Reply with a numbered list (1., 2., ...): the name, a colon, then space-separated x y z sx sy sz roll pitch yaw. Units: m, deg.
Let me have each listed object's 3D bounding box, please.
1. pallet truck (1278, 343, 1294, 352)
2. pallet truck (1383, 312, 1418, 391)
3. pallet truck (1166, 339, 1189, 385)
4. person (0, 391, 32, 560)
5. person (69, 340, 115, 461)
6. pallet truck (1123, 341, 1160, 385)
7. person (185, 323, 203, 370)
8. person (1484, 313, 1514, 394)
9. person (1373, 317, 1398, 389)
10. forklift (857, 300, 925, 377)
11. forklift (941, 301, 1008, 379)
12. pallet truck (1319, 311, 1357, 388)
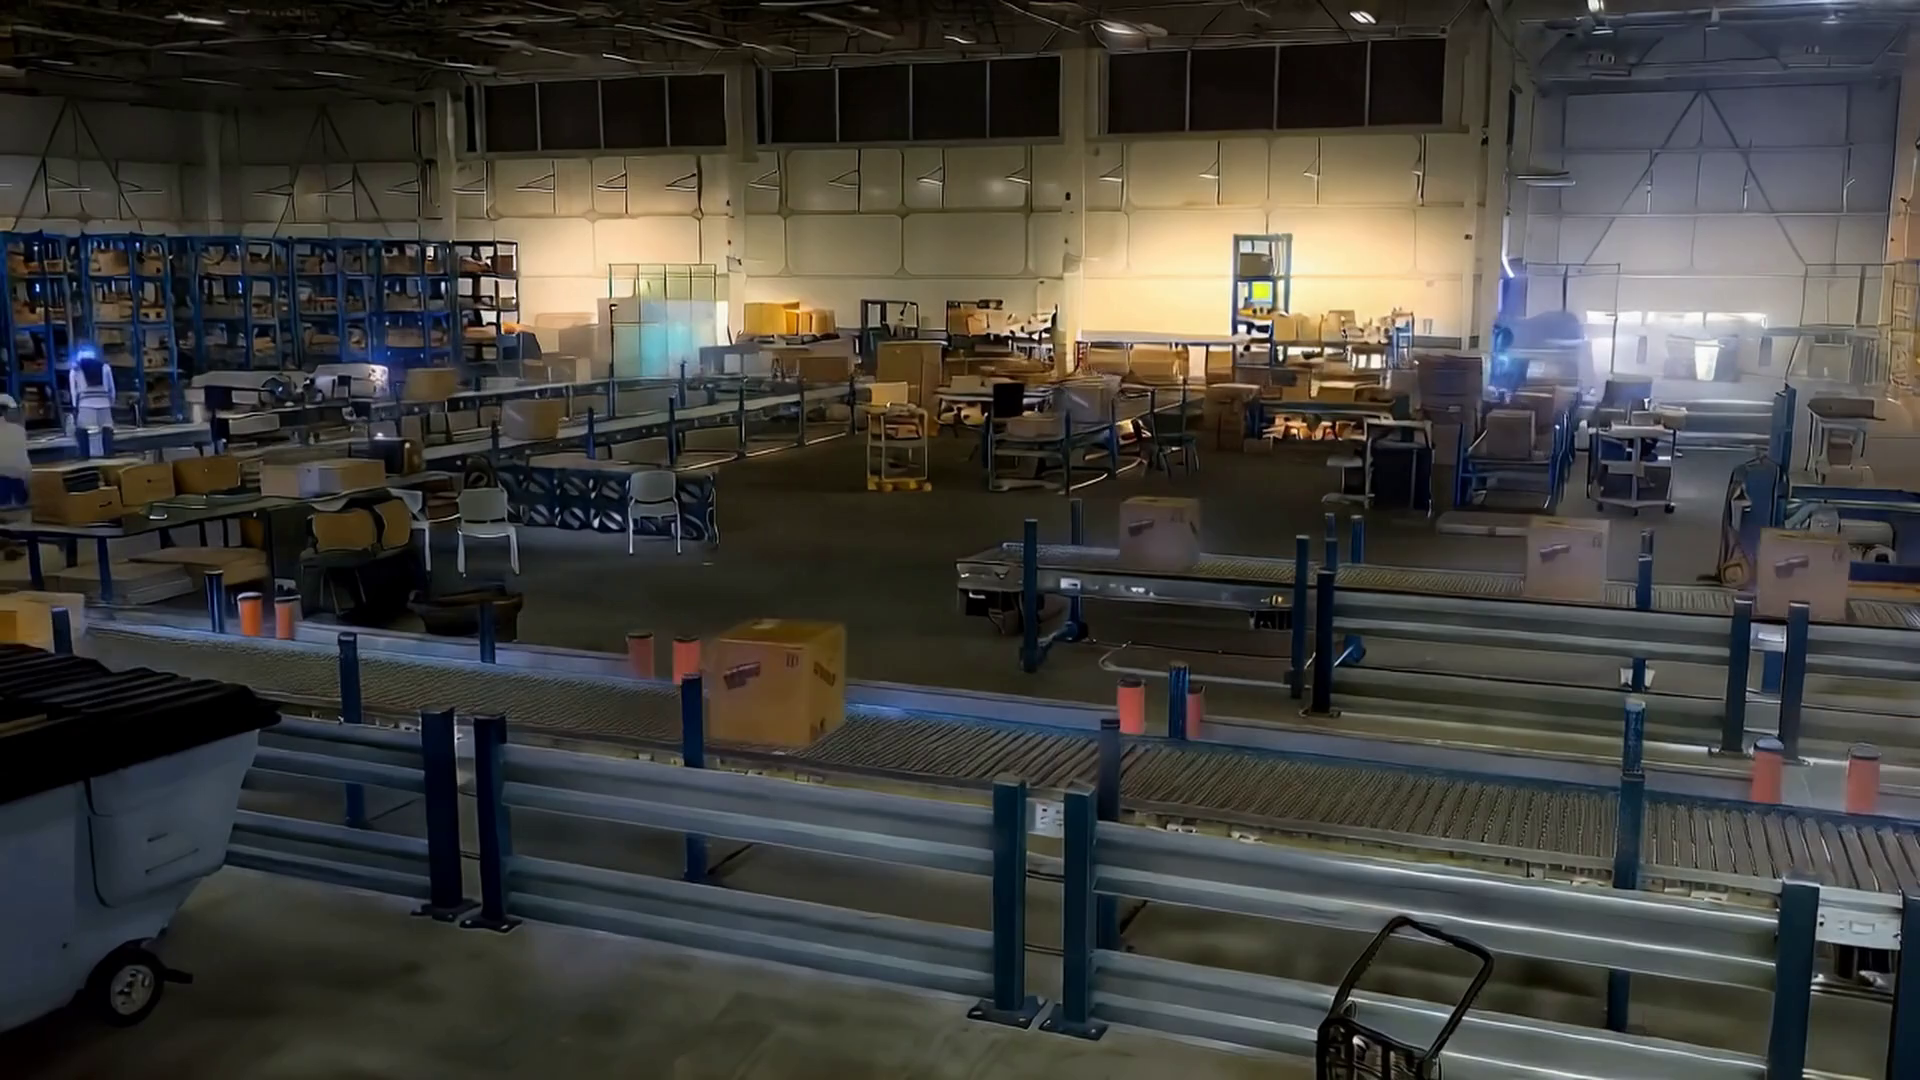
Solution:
1. pallet truck: 7.886 -4.163 39.743 0.653 1.274 1.630 4 10 22
2. pallet truck: 10.207 -4.283 38.369 0.823 1.965 1.885 3 10 20
3. pallet truck: 5.418 -4.269 40.420 0.704 1.261 1.522 3 10 20
4. person: -9.788 -0.647 17.050 0.551 1.751 0.427 2 10 12
5. person: -12.968 -2.018 24.860 0.623 1.935 0.436 -9 13 -43
6. pallet truck: 4.445 -4.380 41.279 0.680 1.201 1.601 4 10 22
7. person: -17.913 -4.304 38.997 0.563 1.837 0.383 -8 13 -41
8. person: 11.713 -3.955 36.378 1.012 1.994 0.634 -5 10 -26
9. person: 9.313 -3.942 36.581 0.408 1.909 0.642 -5 11 -29
10. forklift: -1.732 -5.109 42.468 1.157 1.987 2.680 4 10 22
11. forklift: 0.365 -4.966 41.571 1.157 1.987 2.680 3 10 20
12. pallet truck: 9.071 -4.419 39.190 0.823 1.965 1.885 5 10 26
